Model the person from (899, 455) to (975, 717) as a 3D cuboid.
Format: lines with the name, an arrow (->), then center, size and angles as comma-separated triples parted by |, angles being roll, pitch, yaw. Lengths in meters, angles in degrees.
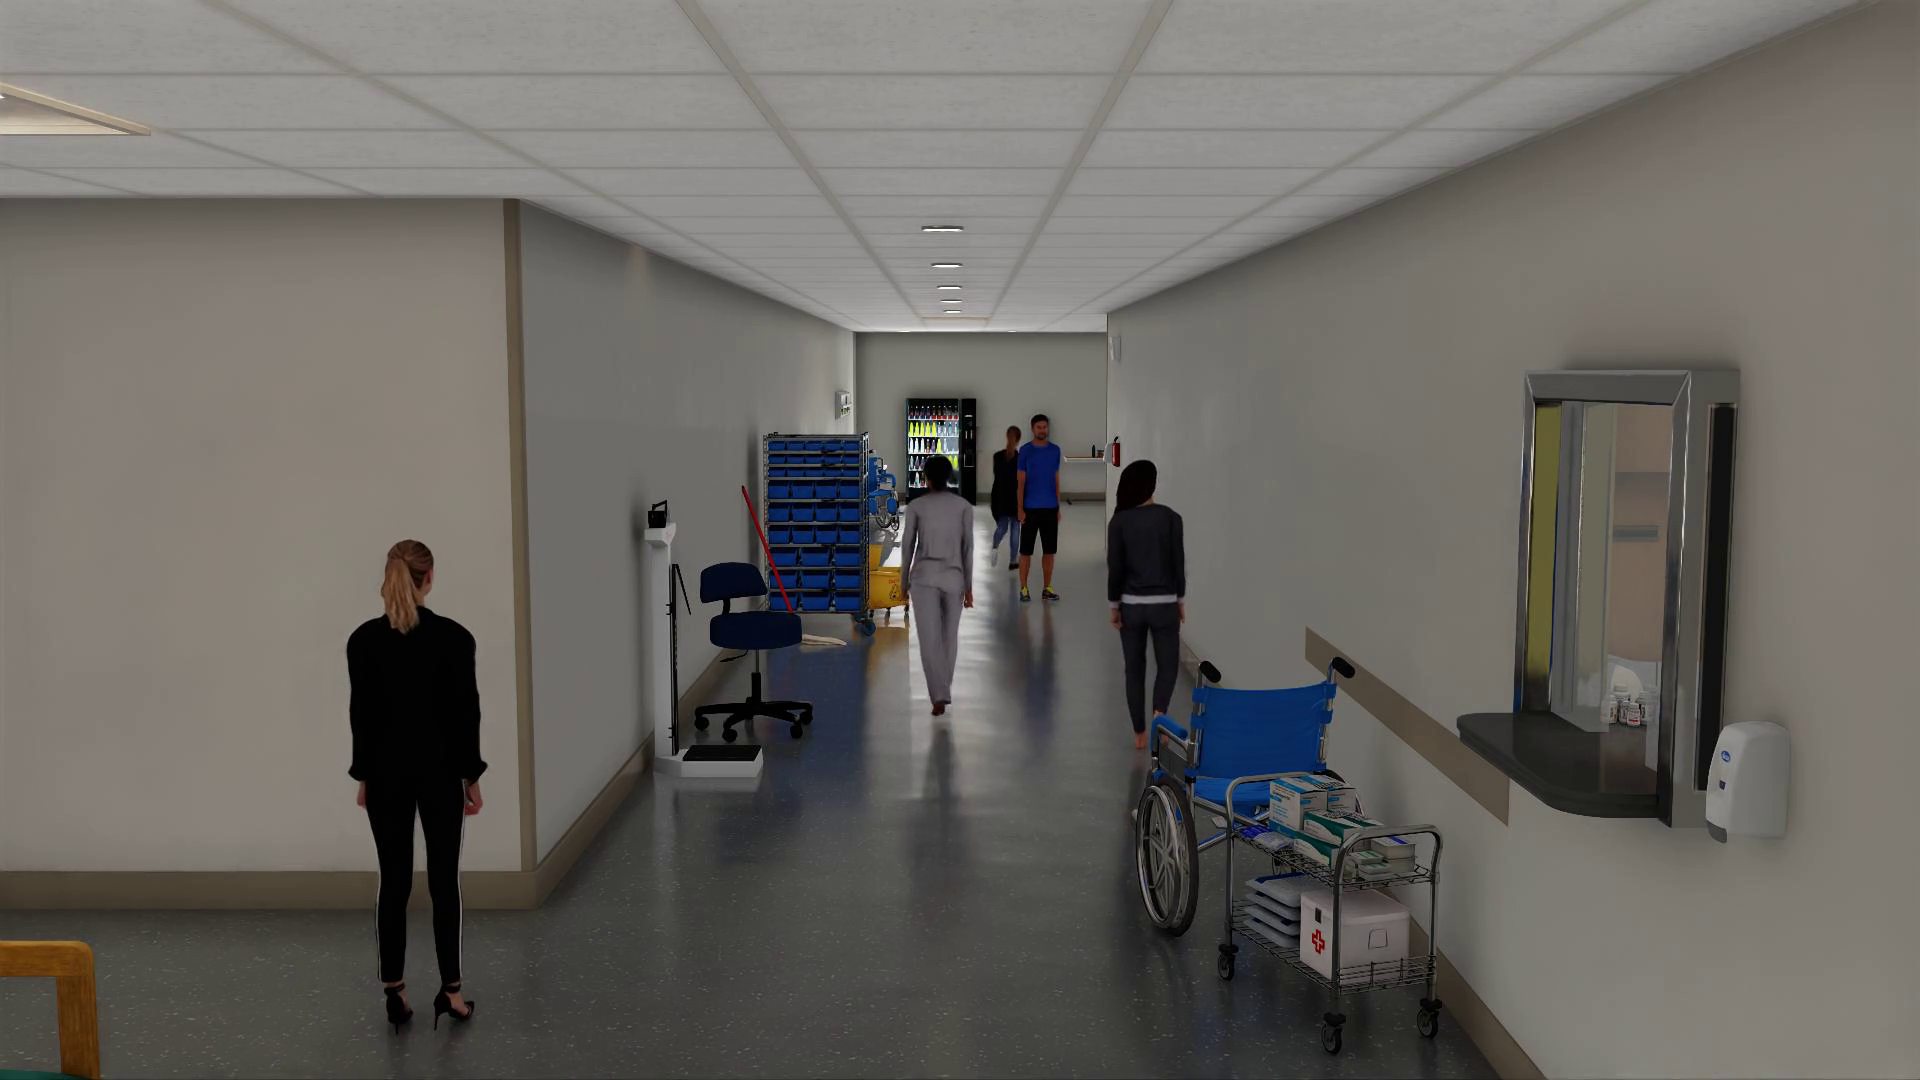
person -> -0.132, 0.316, 11.052 | 1.095, 1.709, 0.796 | -1, 6, -9

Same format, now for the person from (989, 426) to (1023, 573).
person -> 0.529, -0.446, 18.810 | 0.940, 1.671, 0.915 | 3, 6, 24

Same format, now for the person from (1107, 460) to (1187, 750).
person -> 1.123, 0.409, 9.884 | 0.878, 1.757, 0.758 | 1, 6, 7

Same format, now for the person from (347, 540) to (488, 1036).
person -> -1.891, 0.849, 5.770 | 0.462, 1.705, 0.682 | 0, 6, -3

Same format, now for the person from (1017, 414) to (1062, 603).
person -> 0.793, -0.326, 16.639 | 0.585, 1.867, 0.734 | -2, 6, -17
